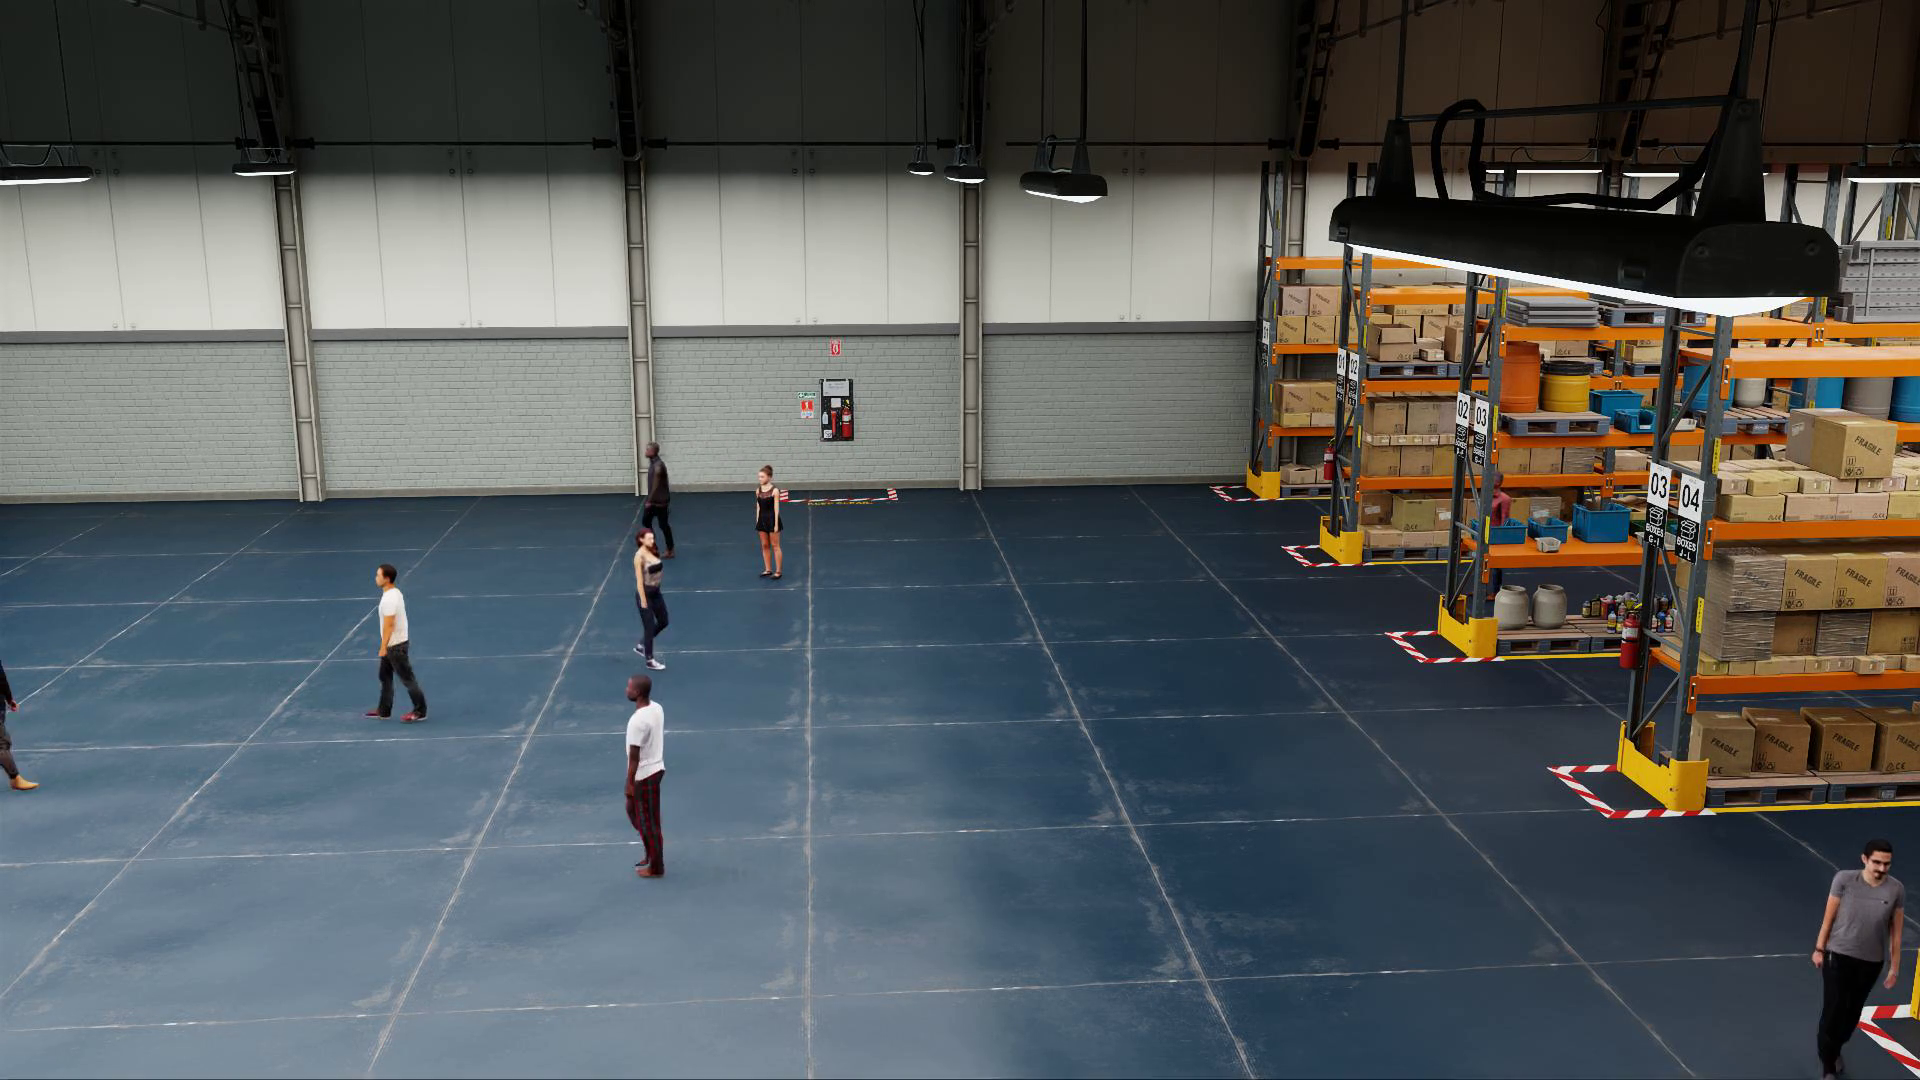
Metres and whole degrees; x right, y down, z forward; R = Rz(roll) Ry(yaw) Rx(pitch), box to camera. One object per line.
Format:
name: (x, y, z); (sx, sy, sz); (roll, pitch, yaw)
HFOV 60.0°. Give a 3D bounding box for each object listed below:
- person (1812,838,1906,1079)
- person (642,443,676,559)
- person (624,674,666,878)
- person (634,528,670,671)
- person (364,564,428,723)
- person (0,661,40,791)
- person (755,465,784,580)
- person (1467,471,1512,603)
person: (6.016, 2.779, 11.226); (0.982, 1.728, 0.880); (3, 13, 14)
person: (-4.555, -0.596, 25.607); (0.902, 1.815, 0.830); (-6, 14, -24)
person: (-2.605, 2.028, 14.249); (0.730, 1.828, 0.747); (2, 13, 10)
person: (-3.840, 0.700, 20.131); (0.820, 1.761, 0.764); (5, 14, 20)
person: (-6.081, 1.136, 18.211); (0.959, 1.778, 0.774); (-4, 14, -16)
person: (-9.546, 1.629, 16.240); (1.074, 1.706, 0.664); (-1, 13, -3)
person: (-2.806, -0.269, 24.493); (0.672, 1.680, 0.751); (8, 15, 31)
person: (7.462, -0.076, 23.325); (0.676, 1.831, 0.750); (-5, 14, -22)
